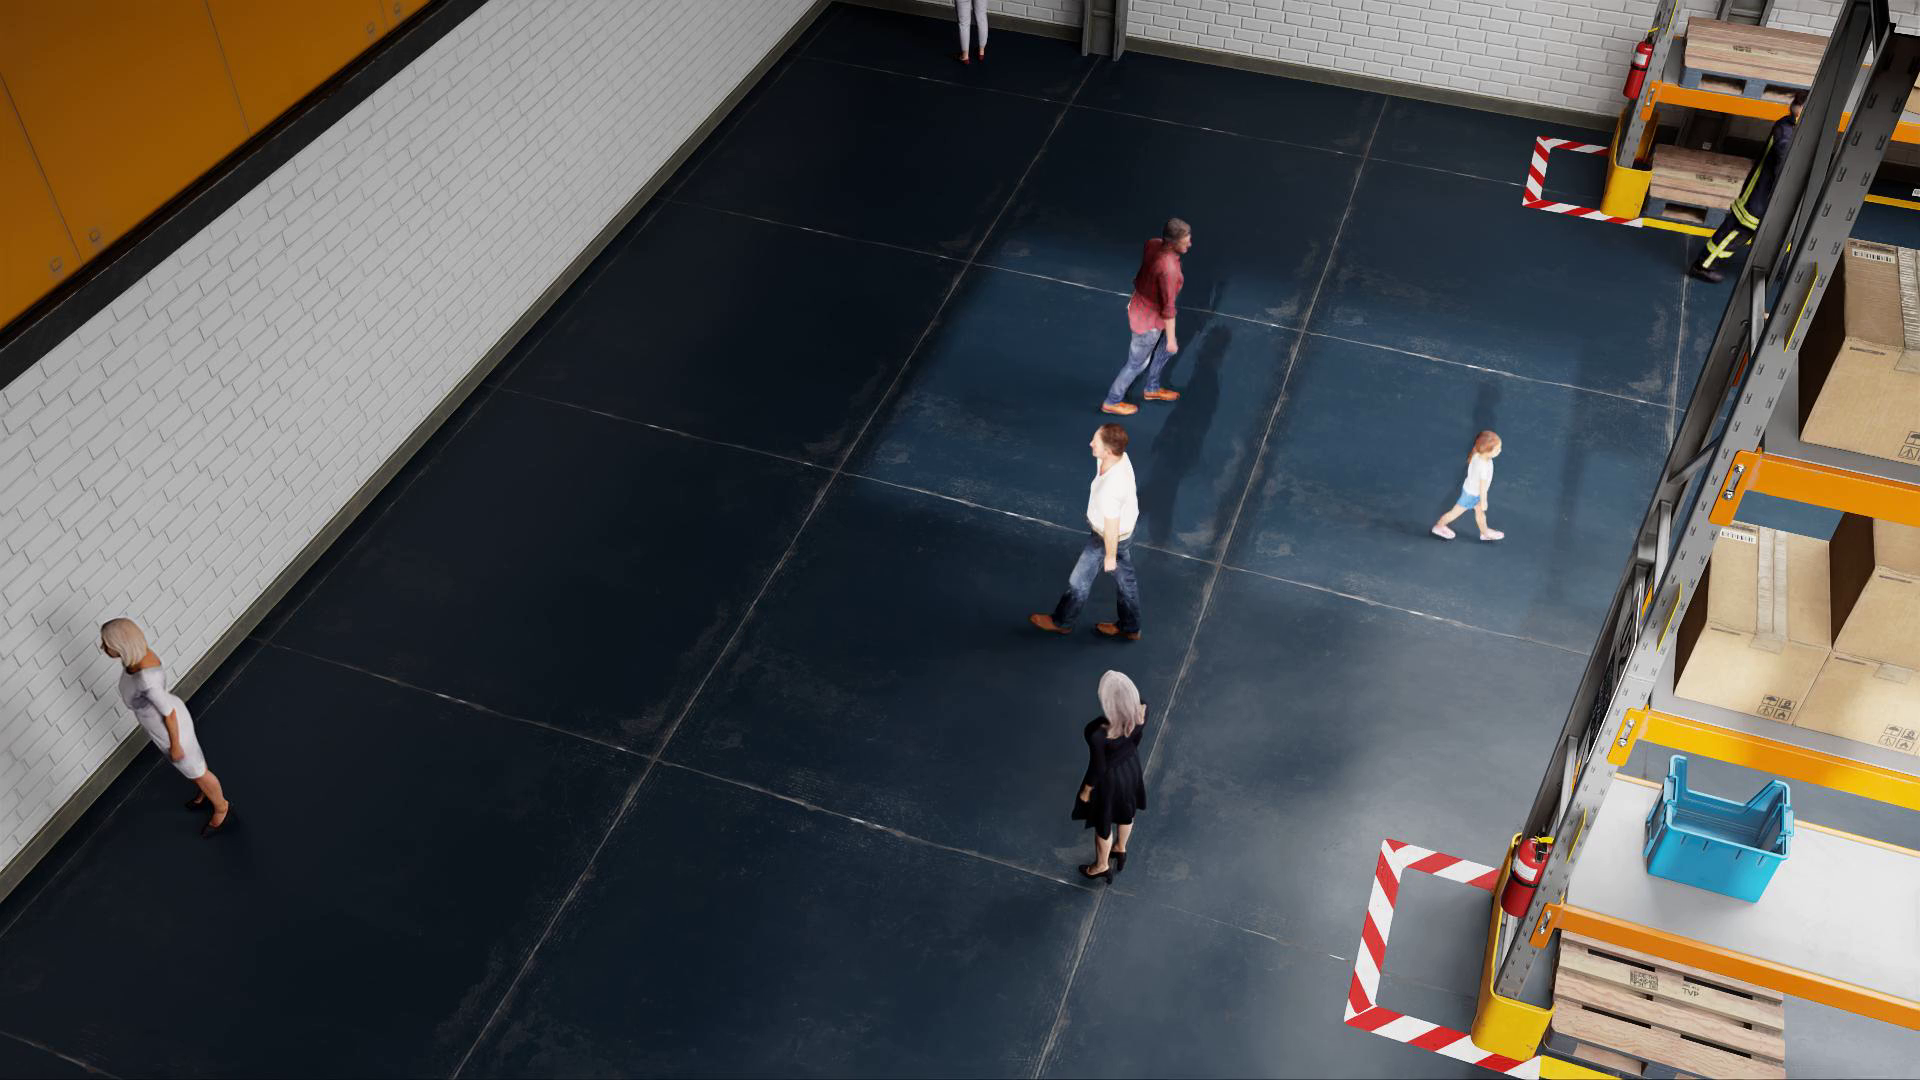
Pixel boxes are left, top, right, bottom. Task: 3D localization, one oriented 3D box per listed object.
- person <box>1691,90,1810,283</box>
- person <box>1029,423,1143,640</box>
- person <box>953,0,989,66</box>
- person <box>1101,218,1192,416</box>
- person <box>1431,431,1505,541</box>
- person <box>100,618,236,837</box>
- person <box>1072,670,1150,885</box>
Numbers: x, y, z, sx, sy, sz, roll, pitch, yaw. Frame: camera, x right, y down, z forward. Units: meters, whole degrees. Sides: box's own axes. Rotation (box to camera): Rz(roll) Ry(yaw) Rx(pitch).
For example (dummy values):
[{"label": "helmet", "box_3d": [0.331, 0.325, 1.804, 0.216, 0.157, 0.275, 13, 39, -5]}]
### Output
[{"label": "person", "box_3d": [6.696, -2.931, 13.969, 1.166, 1.820, 0.841, 19, 47, 19]}, {"label": "person", "box_3d": [1.089, -0.008, 10.893, 1.023, 1.831, 0.747, 10, 44, 10]}, {"label": "person", "box_3d": [0.102, -5.648, 16.975, 0.678, 1.608, 0.733, -19, 47, -19]}, {"label": "person", "box_3d": [1.376, -1.694, 12.689, 0.998, 1.795, 0.883, -6, 44, -6]}, {"label": "person", "box_3d": [3.628, -0.374, 11.884, 0.737, 0.995, 0.476, 10, 45, 10]}, {"label": "person", "box_3d": [-4.669, 1.085, 9.805, 0.707, 1.750, 0.603, -29, 51, -27]}, {"label": "person", "box_3d": [0.867, 1.361, 9.516, 0.689, 1.748, 0.707, -33, 52, -30]}]
